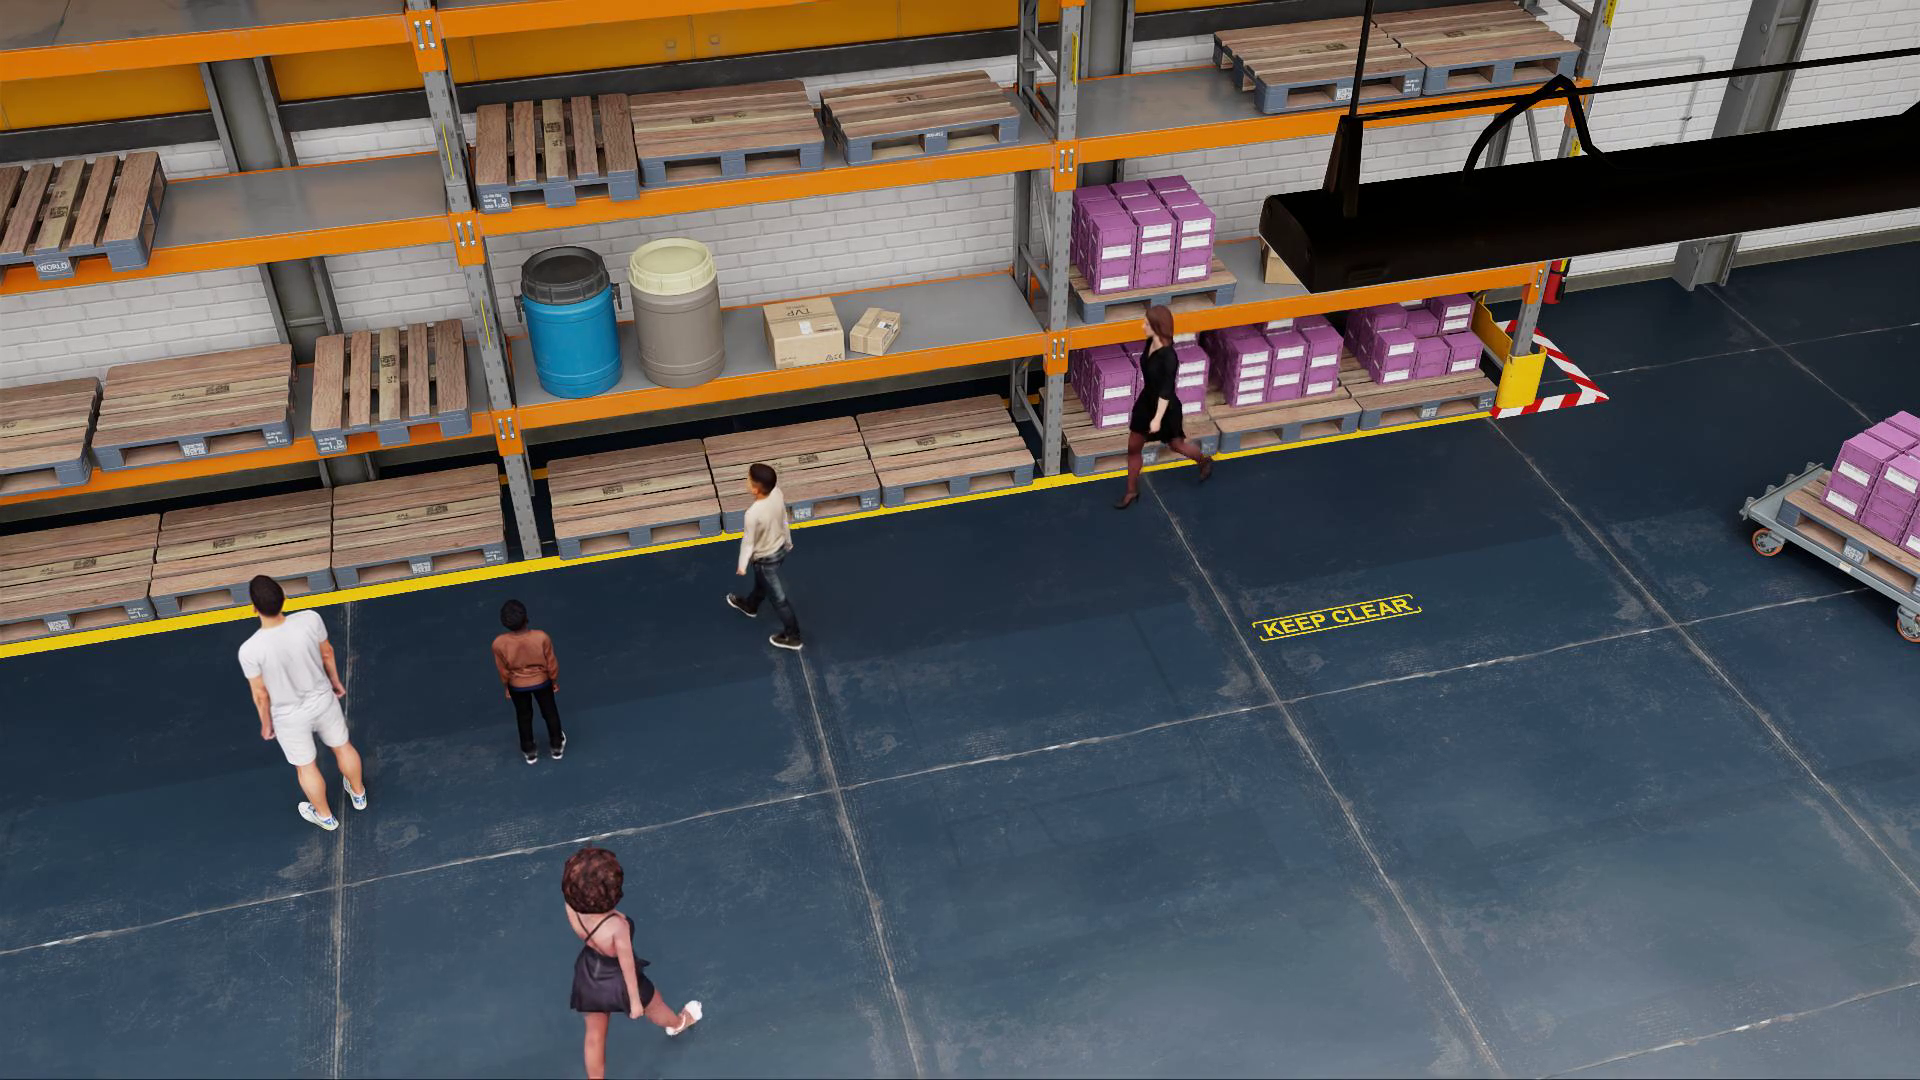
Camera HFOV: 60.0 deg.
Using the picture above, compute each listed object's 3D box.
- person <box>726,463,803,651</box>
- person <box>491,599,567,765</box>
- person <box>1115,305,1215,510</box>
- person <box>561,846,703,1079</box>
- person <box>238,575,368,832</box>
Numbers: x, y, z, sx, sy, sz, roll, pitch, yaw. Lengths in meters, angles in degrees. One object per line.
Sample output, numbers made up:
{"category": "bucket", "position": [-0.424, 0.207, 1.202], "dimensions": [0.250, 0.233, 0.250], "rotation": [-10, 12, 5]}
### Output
{"category": "person", "position": [-1.228, 0.131, 11.094], "dimensions": [0.997, 1.433, 0.912], "rotation": [17, 42, 20]}
{"category": "person", "position": [-2.671, 0.876, 10.305], "dimensions": [0.411, 1.252, 0.578], "rotation": [-8, 39, -10]}
{"category": "person", "position": [1.553, -0.968, 12.283], "dimensions": [1.117, 1.665, 0.722], "rotation": [-17, 42, -20]}
{"category": "person", "position": [-1.774, 2.253, 8.179], "dimensions": [1.022, 1.755, 1.063], "rotation": [19, 42, 22]}
{"category": "person", "position": [-3.851, 0.951, 9.729], "dimensions": [0.831, 1.854, 0.713], "rotation": [29, 47, 31]}
